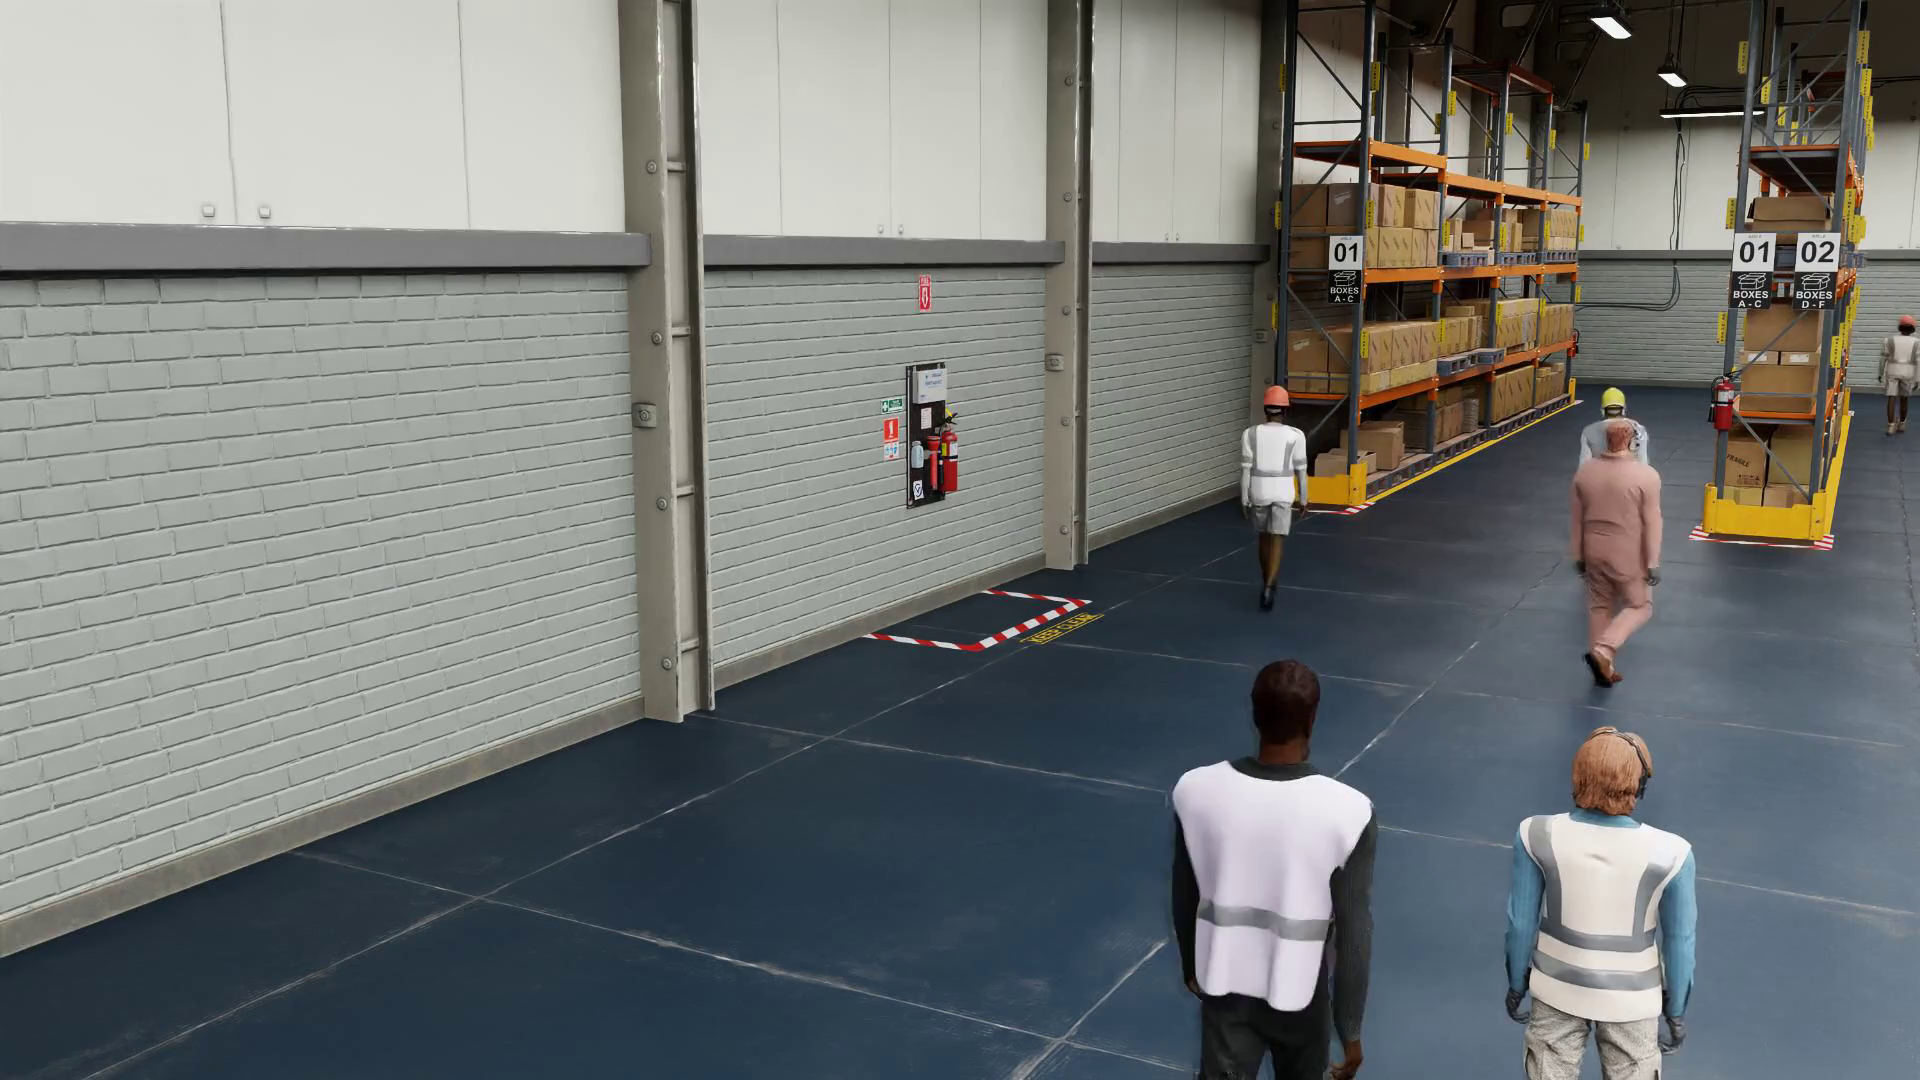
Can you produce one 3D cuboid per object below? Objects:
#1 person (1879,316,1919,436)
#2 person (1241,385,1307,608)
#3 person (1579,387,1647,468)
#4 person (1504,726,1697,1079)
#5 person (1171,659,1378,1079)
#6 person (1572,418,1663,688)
[{"bbox_3d":[15.824,-2.765,27.994,0.621,1.976,1.077,5,11,27],"label":"person"},{"bbox_3d":[2.690,-0.382,14.312,0.558,1.900,0.966,3,10,18],"label":"person"},{"bbox_3d":[6.025,-0.510,15.369,0.589,1.794,0.916,4,10,21],"label":"person"},{"bbox_3d":[1.857,1.356,4.870,0.518,1.639,0.312,5,11,25],"label":"person"},{"bbox_3d":[0.887,1.259,4.809,0.604,1.860,1.051,4,10,22],"label":"person"},{"bbox_3d":[4.494,0.107,11.441,0.531,1.891,0.667,-7,12,-34],"label":"person"}]
